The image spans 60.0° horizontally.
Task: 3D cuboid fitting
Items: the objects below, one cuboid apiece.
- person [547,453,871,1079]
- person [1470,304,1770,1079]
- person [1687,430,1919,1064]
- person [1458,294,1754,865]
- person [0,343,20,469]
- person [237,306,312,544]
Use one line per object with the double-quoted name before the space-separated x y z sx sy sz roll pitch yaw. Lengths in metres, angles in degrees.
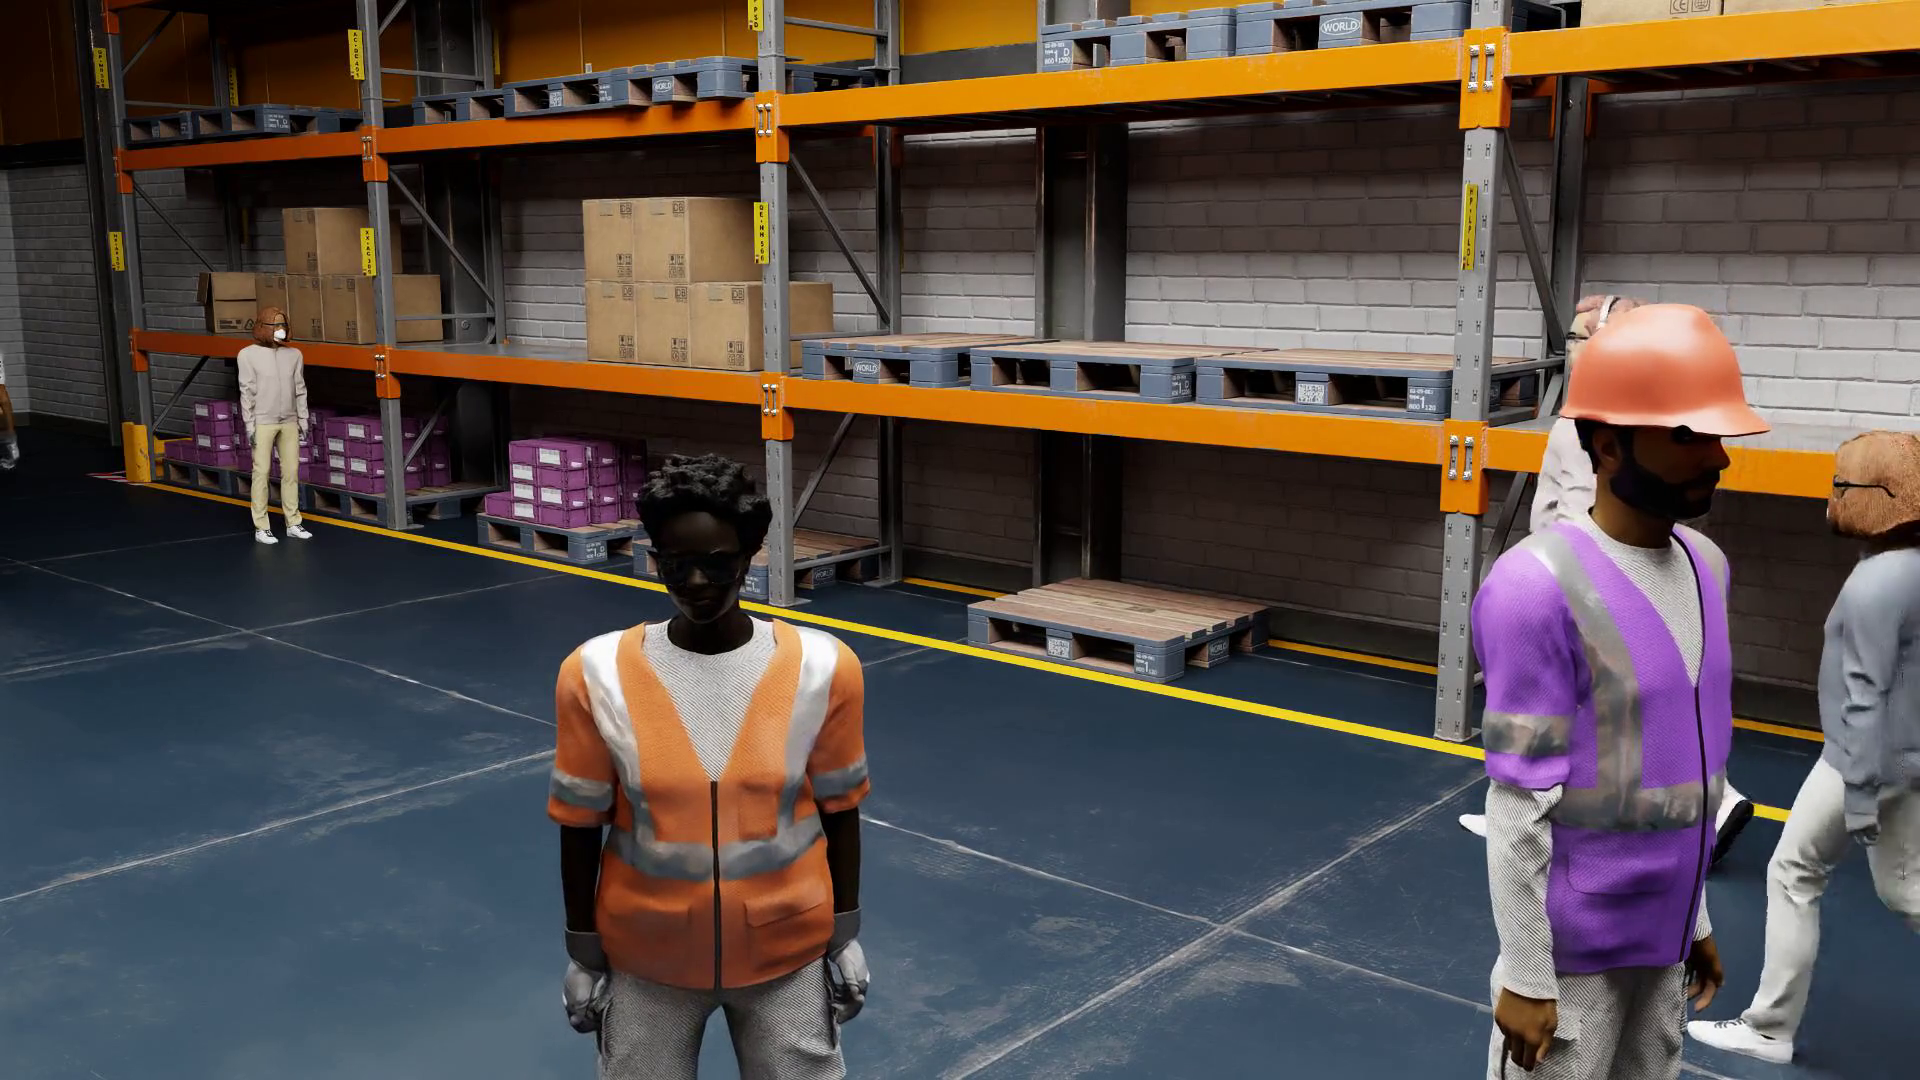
"person" -0.413 0.693 2.816 0.540 1.695 0.318 -2 10 -9
"person" 1.041 0.602 2.647 0.545 1.939 0.354 -8 13 -37
"person" 2.231 0.540 3.942 0.504 1.605 0.757 -9 14 -43
"person" 2.132 0.145 5.422 0.645 1.880 0.850 -10 14 -43
"person" -5.736 -0.570 9.578 0.548 1.843 0.710 -5 11 -25
"person" -4.721 -0.792 11.473 0.277 1.629 0.497 7 12 35
